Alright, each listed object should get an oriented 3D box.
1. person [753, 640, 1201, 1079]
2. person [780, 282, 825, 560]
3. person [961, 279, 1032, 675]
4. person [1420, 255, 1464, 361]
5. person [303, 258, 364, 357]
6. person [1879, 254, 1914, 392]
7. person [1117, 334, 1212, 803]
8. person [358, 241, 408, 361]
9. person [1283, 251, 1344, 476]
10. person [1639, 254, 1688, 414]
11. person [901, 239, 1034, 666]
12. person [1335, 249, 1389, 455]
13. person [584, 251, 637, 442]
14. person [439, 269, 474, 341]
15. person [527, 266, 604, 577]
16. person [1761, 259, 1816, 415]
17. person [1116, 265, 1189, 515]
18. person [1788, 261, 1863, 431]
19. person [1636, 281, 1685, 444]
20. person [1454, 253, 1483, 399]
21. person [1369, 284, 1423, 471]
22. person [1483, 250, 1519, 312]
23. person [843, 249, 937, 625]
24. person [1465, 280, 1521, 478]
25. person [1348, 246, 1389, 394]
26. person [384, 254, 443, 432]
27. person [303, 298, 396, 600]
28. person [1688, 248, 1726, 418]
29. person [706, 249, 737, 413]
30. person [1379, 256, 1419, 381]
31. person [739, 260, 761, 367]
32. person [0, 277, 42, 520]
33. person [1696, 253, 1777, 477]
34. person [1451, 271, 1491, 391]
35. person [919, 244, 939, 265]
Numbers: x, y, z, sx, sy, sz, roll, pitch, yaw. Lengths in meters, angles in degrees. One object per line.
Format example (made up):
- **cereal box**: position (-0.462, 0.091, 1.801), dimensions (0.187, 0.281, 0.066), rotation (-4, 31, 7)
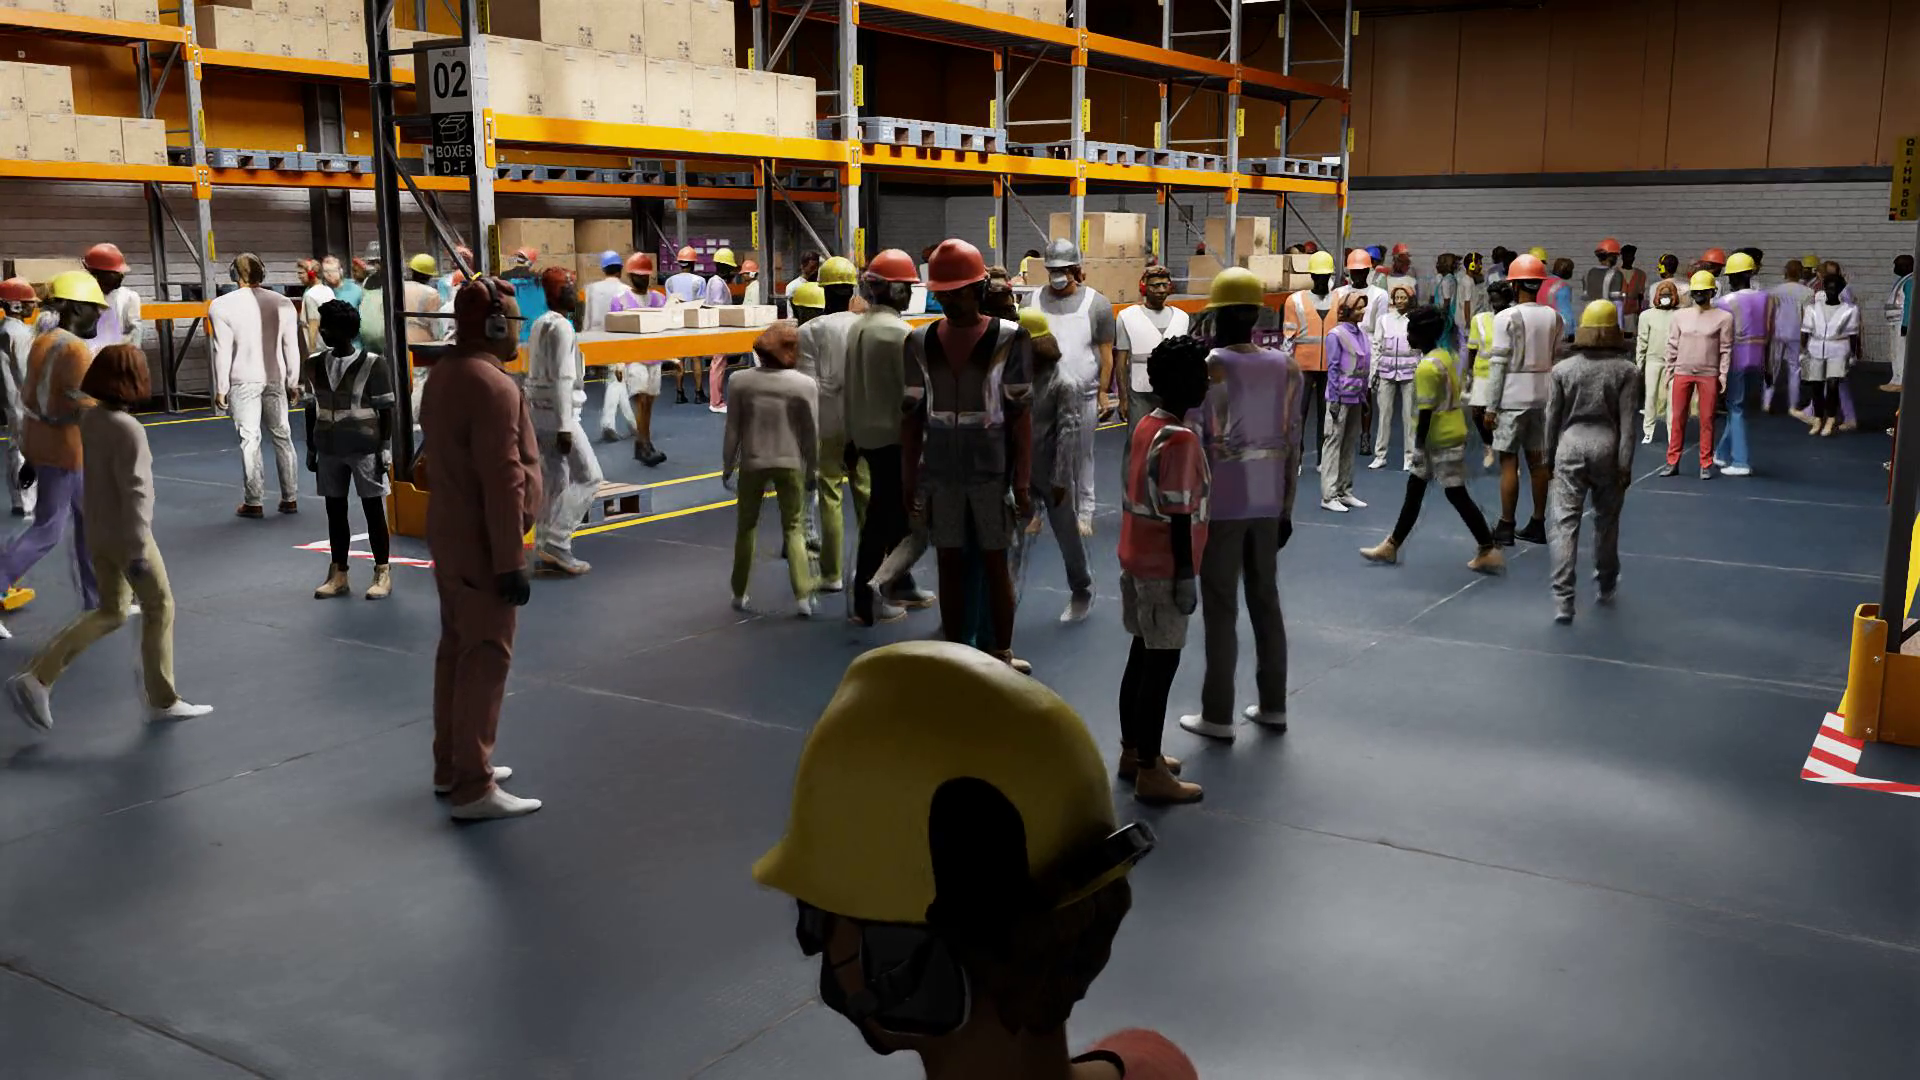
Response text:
- **person**: position (0.009, 0.939, 1.216), dimensions (0.340, 1.760, 0.527), rotation (6, 12, 31)
- **person**: position (-0.966, -0.756, 10.610), dimensions (0.334, 1.761, 0.526), rotation (3, 11, 18)
- **person**: position (0.126, -0.254, 7.577), dimensions (0.336, 1.846, 0.514), rotation (6, 12, 30)
- **person**: position (7.052, -3.244, 24.257), dimensions (0.577, 1.814, 0.775), rotation (-6, 12, -32)
- **person**: position (-6.625, -2.077, 17.718), dimensions (0.652, 1.843, 0.990), rotation (-3, 11, -16)
- **person**: position (12.619, -2.902, 22.304), dimensions (0.429, 1.832, 0.635), rotation (3, 11, 16)
- **person**: position (0.744, 0.100, 6.048), dimensions (0.320, 1.692, 0.536), rotation (-1, 10, -8)
- **person**: position (-6.143, -2.204, 17.842), dimensions (0.692, 2.000, 0.640), rotation (7, 12, 34)
- **person**: position (3.056, -1.492, 14.212), dimensions (0.594, 1.924, 0.382), rotation (0, 10, -3)
- **person**: position (8.176, -2.369, 19.276), dimensions (0.509, 1.858, 0.333), rotation (-1, 10, -8)
- **person**: position (0.018, -0.293, 7.309), dimensions (0.615, 2.028, 0.409), rotation (4, 11, 19)
- **person**: position (3.732, -1.757, 15.652), dimensions (0.552, 1.935, 0.367), rotation (3, 11, 18)
- **person**: position (-3.487, -1.947, 16.785), dimensions (0.689, 1.896, 0.807), rotation (6, 12, 29)
- **person**: position (-4.758, -1.747, 16.094), dimensions (0.320, 1.755, 0.563), rotation (4, 11, 23)
- **person**: position (-2.396, -0.702, 10.001), dimensions (0.429, 1.864, 0.616), rotation (-5, 12, -27)
- **person**: position (9.591, -2.343, 19.276), dimensions (0.531, 1.810, 0.876), rotation (8, 13, 38)
- **person**: position (1.358, -1.018, 11.808), dimensions (0.567, 1.846, 0.389), rotation (-4, 11, -23)
- **person**: position (9.353, -2.078, 17.821), dimensions (0.542, 1.782, 0.990), rotation (-4, 11, -22)
- **person**: position (6.962, -1.748, 16.473), dimensions (0.504, 1.622, 0.299), rotation (4, 11, 20)
- **person**: position (6.498, -2.739, 21.315), dimensions (0.327, 1.863, 0.511), rotation (2, 10, 11)
- **person**: position (3.874, -1.428, 14.652), dimensions (0.514, 1.642, 0.310), rotation (6, 12, 29)
- **person**: position (7.627, -3.099, 23.234), dimensions (0.597, 1.886, 0.864), rotation (4, 11, 22)
- **person**: position (-0.289, -0.537, 8.812), dimensions (0.757, 1.969, 0.625), rotation (-5, 11, -26)
- **person**: position (4.632, -1.381, 14.249), dimensions (0.596, 1.682, 0.339), rotation (4, 11, 21)
- **person**: position (5.397, -2.902, 21.991), dimensions (0.604, 1.939, 0.401), rotation (10, 14, 44)
- **person**: position (-5.748, -2.065, 17.534), dimensions (0.699, 1.876, 0.394), rotation (3, 11, 17)
- **person**: position (-3.447, -0.506, 9.381), dimensions (0.541, 1.698, 0.316), rotation (2, 10, 9)
- **person**: position (8.529, -2.354, 19.000), dimensions (0.390, 1.925, 0.550), rotation (-1, 10, -7)
- **person**: position (-2.788, -2.446, 19.529), dimensions (0.385, 1.914, 0.594), rotation (-2, 10, -11)
- **person**: position (5.997, -2.998, 22.957), dimensions (0.608, 1.833, 0.632), rotation (4, 11, 23)
- **person**: position (-2.883, -3.005, 23.115), dimensions (0.352, 1.743, 0.564), rotation (-2, 10, -10)
- **person**: position (-6.805, -1.027, 12.114), dimensions (0.332, 1.750, 0.573), rotation (-10, 14, -44)
- **person**: position (6.652, -1.518, 14.411), dimensions (0.615, 1.899, 0.778), rotation (-3, 11, -16)
- **person**: position (6.909, -2.890, 22.523), dimensions (0.404, 1.726, 0.496), rotation (-7, 12, -33)
- **person**: position (-0.502, -4.706, 31.991), dimensions (0.634, 1.936, 0.351), rotation (4, 11, 23)
